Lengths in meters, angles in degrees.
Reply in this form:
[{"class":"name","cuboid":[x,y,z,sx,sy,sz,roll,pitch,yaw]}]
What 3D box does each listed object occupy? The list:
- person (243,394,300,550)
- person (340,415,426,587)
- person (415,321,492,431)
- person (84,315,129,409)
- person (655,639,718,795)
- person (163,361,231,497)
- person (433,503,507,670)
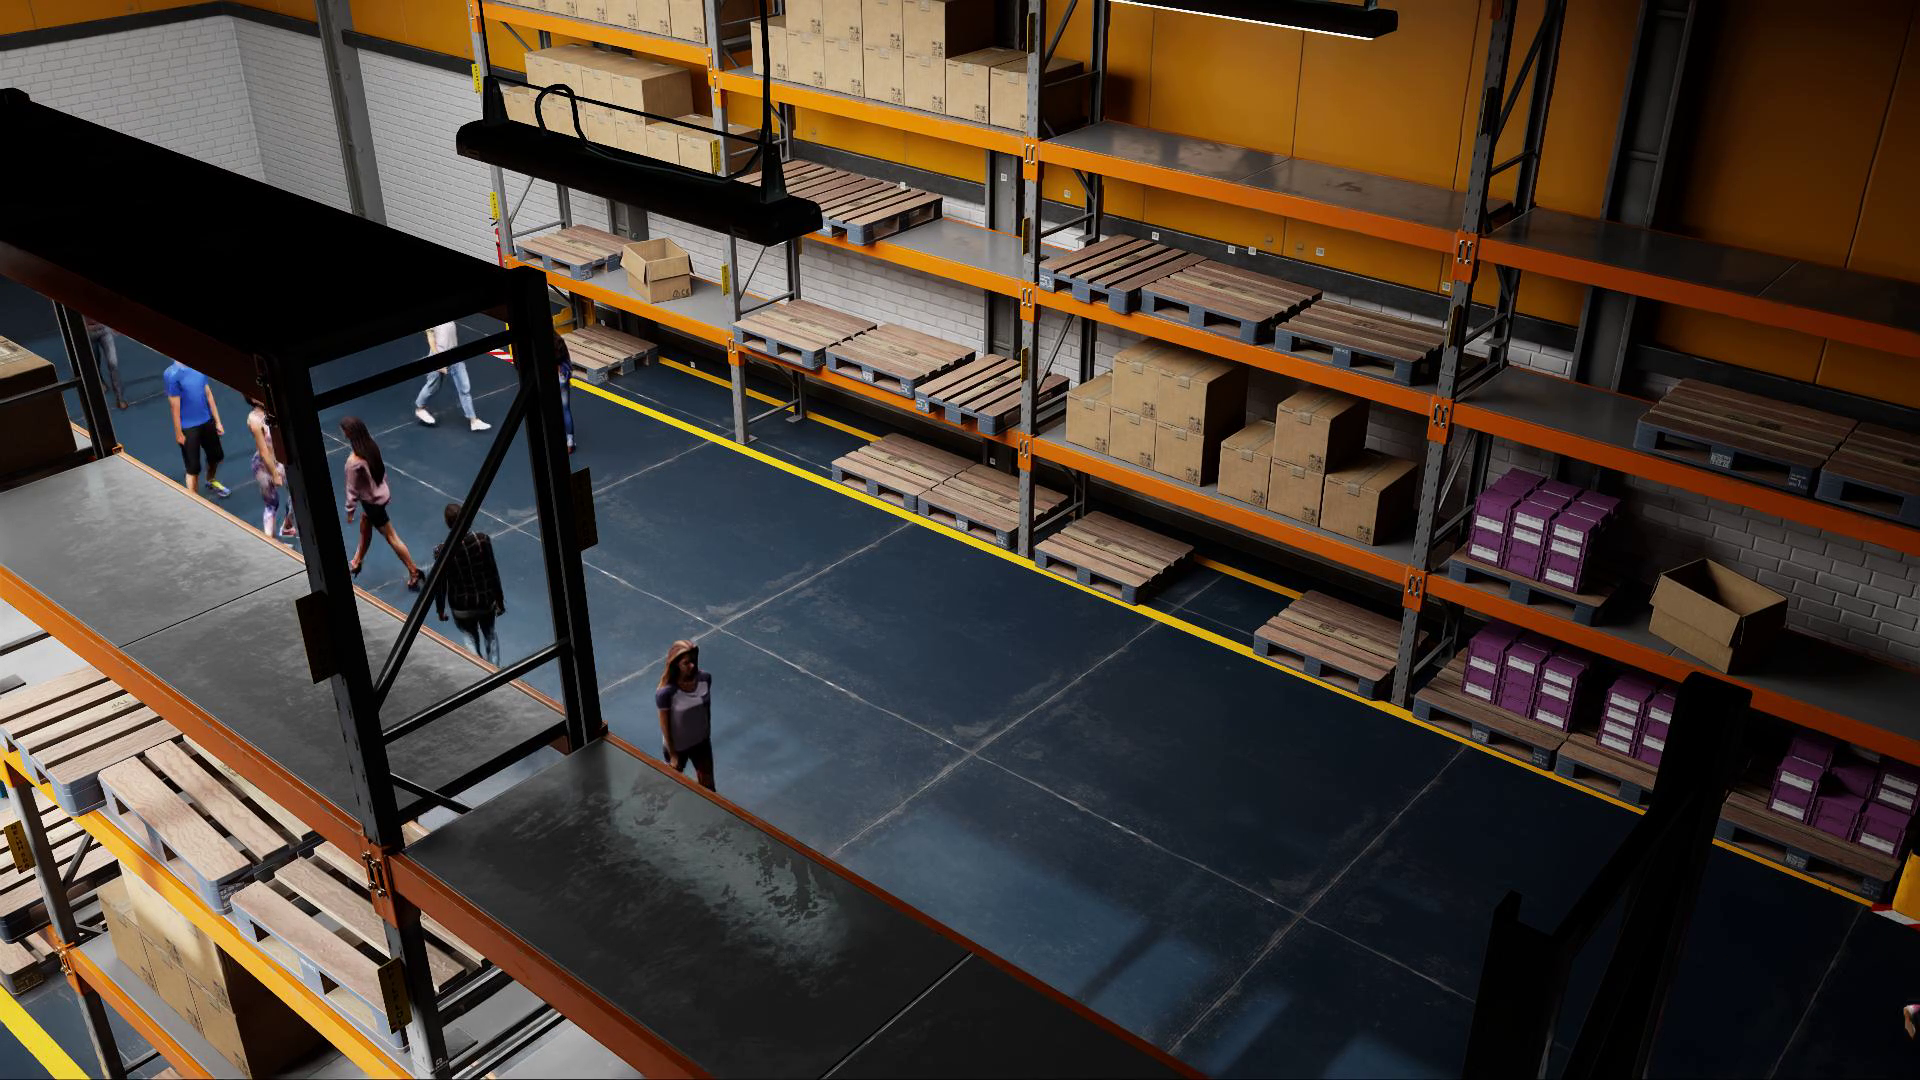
[{"class":"person","cuboid":[-6.703,-0.682,15.957,0.811,1.754,0.751,-1,29,-3]},{"class":"person","cuboid":[-5.262,-0.292,15.232,1.176,1.764,1.025,3,29,6]},{"class":"person","cuboid":[-5.808,-1.995,18.442,1.269,1.679,0.889,11,30,19]},{"class":"person","cuboid":[-9.972,-2.410,19.137,0.821,1.742,1.234,-21,35,-34]},{"class":"person","cuboid":[-2.037,1.444,12.123,0.818,1.693,1.149,-17,33,-28]},{"class":"person","cuboid":[-7.724,-1.176,16.784,0.863,1.829,0.812,22,35,34]},{"class":"person","cuboid":[-3.963,0.564,13.620,0.789,1.804,0.776,-16,32,-26]}]
